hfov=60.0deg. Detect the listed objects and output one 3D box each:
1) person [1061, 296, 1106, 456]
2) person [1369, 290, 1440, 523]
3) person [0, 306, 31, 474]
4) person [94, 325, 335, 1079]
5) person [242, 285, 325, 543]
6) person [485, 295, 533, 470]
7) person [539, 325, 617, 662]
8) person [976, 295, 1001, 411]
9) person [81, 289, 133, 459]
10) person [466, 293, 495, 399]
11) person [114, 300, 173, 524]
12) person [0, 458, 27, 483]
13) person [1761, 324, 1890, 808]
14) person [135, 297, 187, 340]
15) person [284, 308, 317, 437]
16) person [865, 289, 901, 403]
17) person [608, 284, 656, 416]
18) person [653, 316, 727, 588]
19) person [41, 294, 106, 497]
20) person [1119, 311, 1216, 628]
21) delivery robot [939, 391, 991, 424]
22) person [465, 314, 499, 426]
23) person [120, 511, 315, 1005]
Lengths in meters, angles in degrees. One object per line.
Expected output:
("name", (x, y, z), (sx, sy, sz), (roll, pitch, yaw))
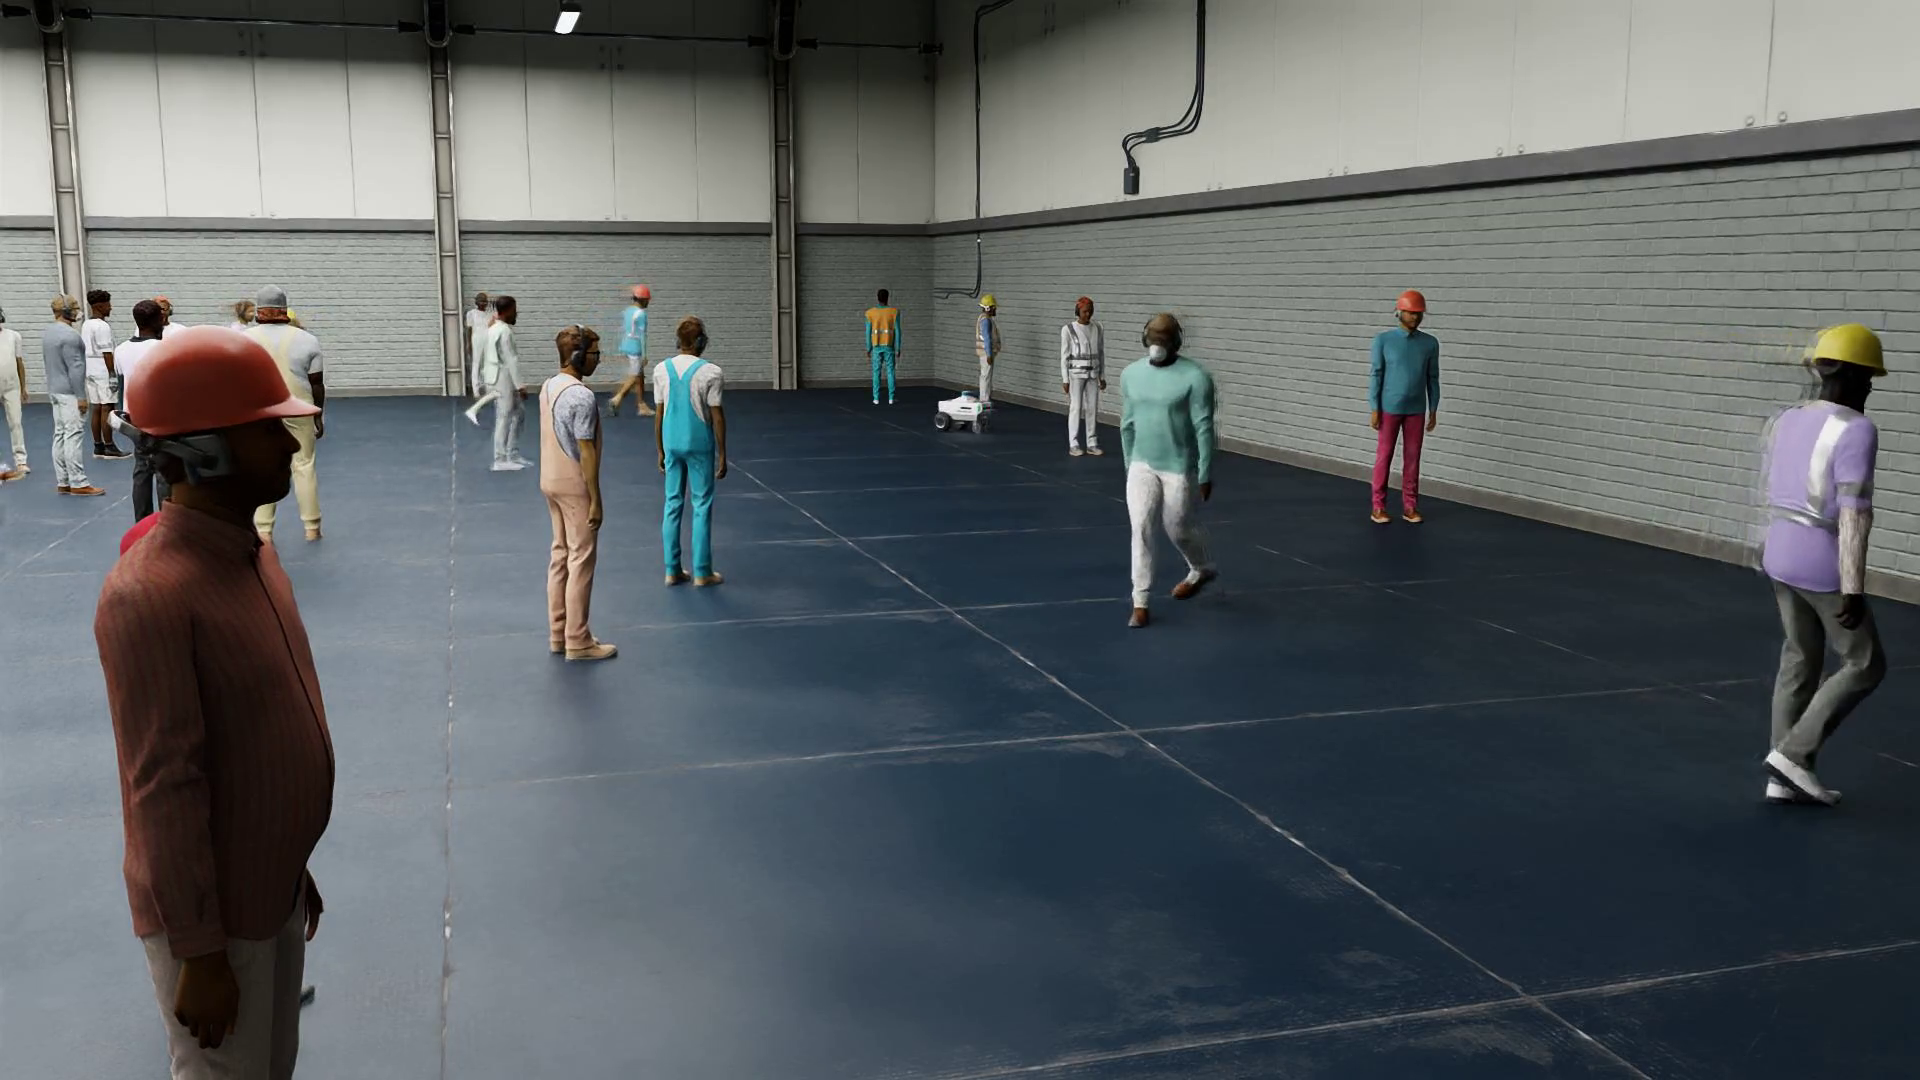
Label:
("person", (1.459, -1.925, 19.620), (0.586, 1.879, 0.373), (-5, 10, -29))
("person", (3.792, -1.128, 14.193), (0.617, 1.989, 0.401), (-1, 9, -7))
("person", (-10.203, -1.599, 17.670), (0.500, 1.840, 0.346), (-8, 12, -41))
("person", (-1.290, 0.622, 2.978), (0.375, 1.997, 0.612), (-1, 9, -9))
("person", (-5.399, -0.998, 13.176), (0.689, 2.000, 0.537), (-4, 10, -26))
("person", (-4.866, -1.703, 18.111), (0.597, 1.900, 0.609), (-3, 9, -20))
("person", (-2.085, -0.246, 9.050), (0.358, 1.835, 0.517), (-7, 12, -39))
("person", (0.455, -2.970, 26.415), (0.404, 1.833, 0.590), (-1, 9, -4))
("person", (-9.927, -1.917, 19.274), (0.607, 1.966, 0.367), (8, 12, 41))
("person", (-8.343, -3.390, 29.063), (0.507, 1.844, 0.345), (-6, 11, -33))
("person", (-6.284, -0.903, 12.954), (0.593, 1.920, 0.392), (3, 10, 21))
("person", (-10.153, -1.504, 16.755), (1.106, 1.937, 0.623), (-1, 9, -8))
("person", (3.383, 0.114, 6.507), (0.437, 1.899, 0.616), (-1, 9, -6))
("person", (-8.949, -1.790, 18.734), (0.573, 1.883, 0.355), (-7, 11, -36))
("person", (-8.542, -2.123, 21.367), (0.475, 1.727, 0.486), (4, 10, 25))
("person", (-1.283, -3.240, 27.867), (0.591, 1.920, 0.392), (1, 9, 4))
("person", (-4.984, -2.853, 25.155), (0.803, 2.013, 0.612), (-5, 10, -30))
("person", (-1.814, -0.587, 11.221), (0.513, 1.836, 0.355), (3, 9, 16))
("person", (-8.522, -1.378, 15.919), (0.627, 1.940, 0.370), (8, 12, 41))
("person", (1.295, -0.448, 10.157), (0.638, 1.902, 0.875), (6, 10, 32))
("delivery robot", (0.070, -1.776, 22.563), (0.707, 0.478, 0.477), (6, 11, 33))
("person", (-6.517, -2.323, 22.989), (0.576, 1.609, 0.517), (-4, 10, -23))
("person", (-2.062, 0.486, 4.668), (0.573, 1.739, 0.351), (5, 10, 29))
